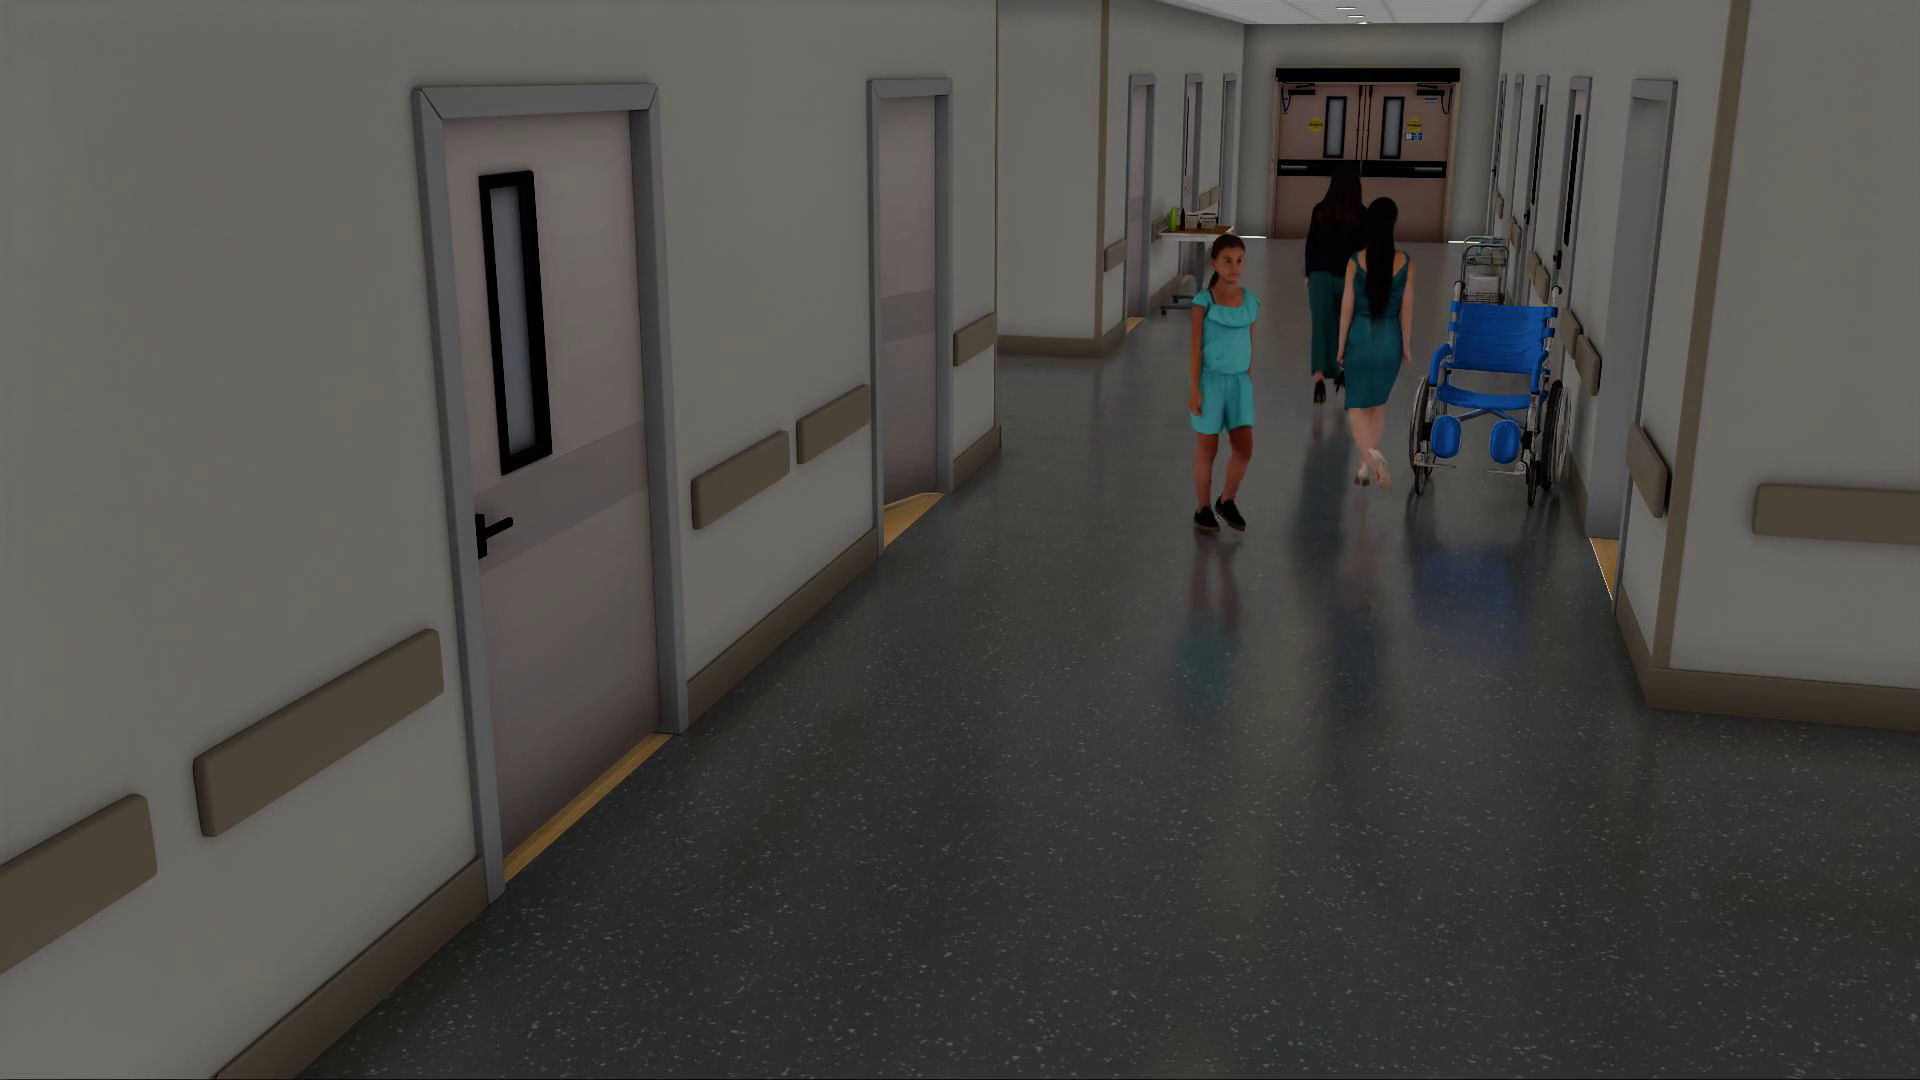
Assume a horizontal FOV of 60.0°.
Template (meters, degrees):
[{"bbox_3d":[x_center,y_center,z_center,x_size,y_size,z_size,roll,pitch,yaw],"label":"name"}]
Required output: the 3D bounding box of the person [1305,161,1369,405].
[{"bbox_3d":[2.630,-1.755,11.755,0.594,1.682,1.129,4,16,14],"label":"person"}]

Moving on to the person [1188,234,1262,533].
[{"bbox_3d":[1.326,-0.812,8.660,0.655,1.546,0.695,-3,16,-10],"label":"person"}]

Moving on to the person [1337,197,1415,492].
[{"bbox_3d":[2.283,-1.008,9.143,0.719,1.662,1.030,0,16,1],"label":"person"}]
